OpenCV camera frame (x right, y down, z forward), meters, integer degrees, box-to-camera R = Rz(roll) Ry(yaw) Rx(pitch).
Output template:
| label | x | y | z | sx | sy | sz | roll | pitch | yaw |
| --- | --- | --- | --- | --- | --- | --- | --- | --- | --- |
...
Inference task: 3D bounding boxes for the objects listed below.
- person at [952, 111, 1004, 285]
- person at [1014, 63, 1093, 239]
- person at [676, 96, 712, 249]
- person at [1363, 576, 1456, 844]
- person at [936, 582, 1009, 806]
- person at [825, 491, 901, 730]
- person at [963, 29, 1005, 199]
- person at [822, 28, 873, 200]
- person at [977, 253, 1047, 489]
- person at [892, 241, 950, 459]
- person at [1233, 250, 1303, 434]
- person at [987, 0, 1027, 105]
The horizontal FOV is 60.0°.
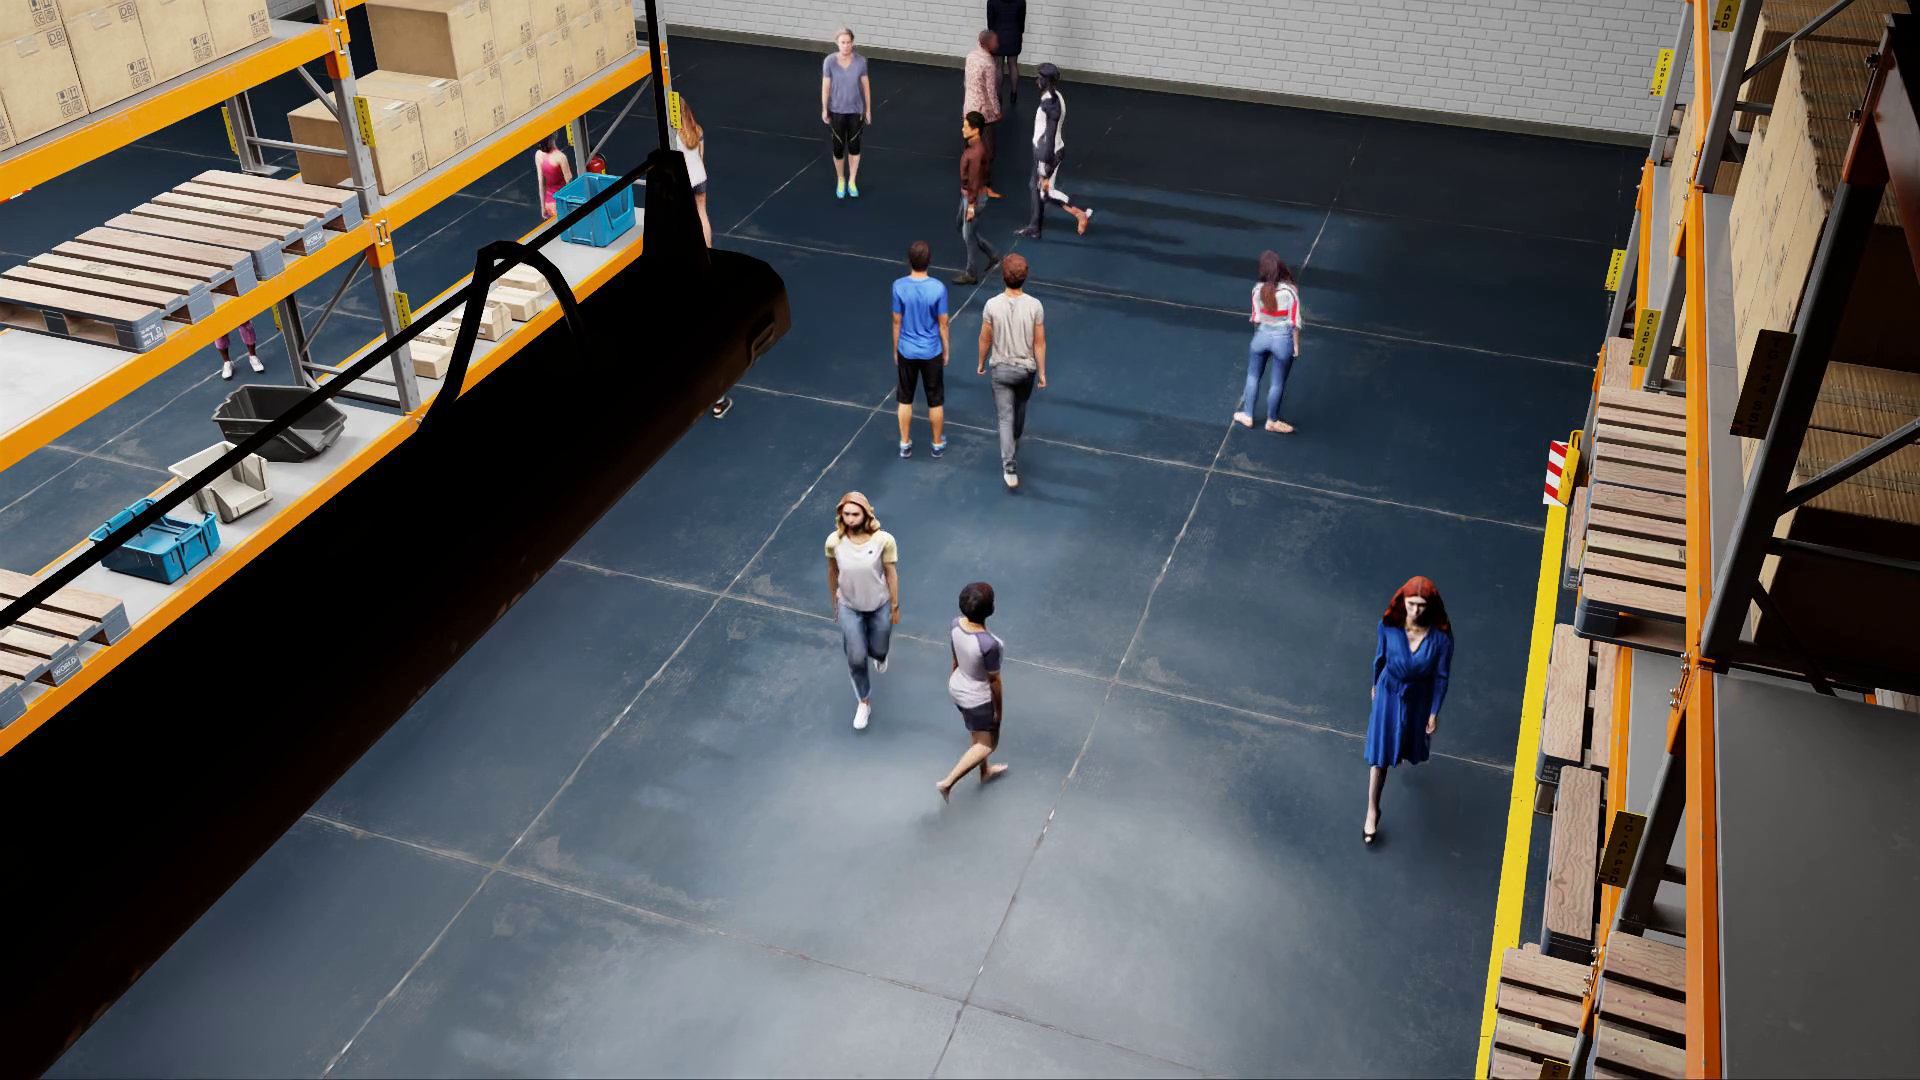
| label | x | y | z | sx | sy | sz | roll | pitch | yaw |
| --- | --- | --- | --- | --- | --- | --- | --- | --- | --- |
| person | 0.213 | -3.360 | 16.391 | 0.875 | 1.770 | 0.818 | -1 | 34 | -2 |
| person | 1.000 | -3.989 | 17.247 | 1.023 | 1.870 | 1.104 | -2 | 34 | -3 |
| person | -2.686 | -3.594 | 16.805 | 0.942 | 1.701 | 0.953 | -20 | 39 | -27 |
| person | 2.667 | 0.942 | 9.890 | 0.626 | 1.803 | 1.037 | 13 | 36 | 19 |
| person | 0.051 | 0.952 | 10.106 | 0.960 | 1.547 | 0.822 | -23 | 40 | -31 |
| person | -0.612 | 0.392 | 10.804 | 0.792 | 1.707 | 0.998 | 2 | 34 | 3 |
| person | 0.191 | -4.785 | 18.520 | 1.099 | 1.787 | 1.043 | -23 | 40 | -30 |
| person | -1.262 | -4.734 | 18.361 | 0.806 | 1.878 | 0.821 | -5 | 34 | -8 |
| person | 0.426 | -1.302 | 13.219 | 1.001 | 1.854 | 1.279 | -1 | 34 | -2 |
| person | -0.328 | -1.527 | 13.551 | 0.677 | 1.862 | 0.656 | 2 | 34 | 3 |
| person | 2.663 | -1.640 | 13.961 | 0.646 | 1.595 | 0.746 | -25 | 41 | -32 |
| person | 0.580 | -6.360 | 20.991 | 0.788 | 1.675 | 0.815 | -6 | 34 | -8 |
